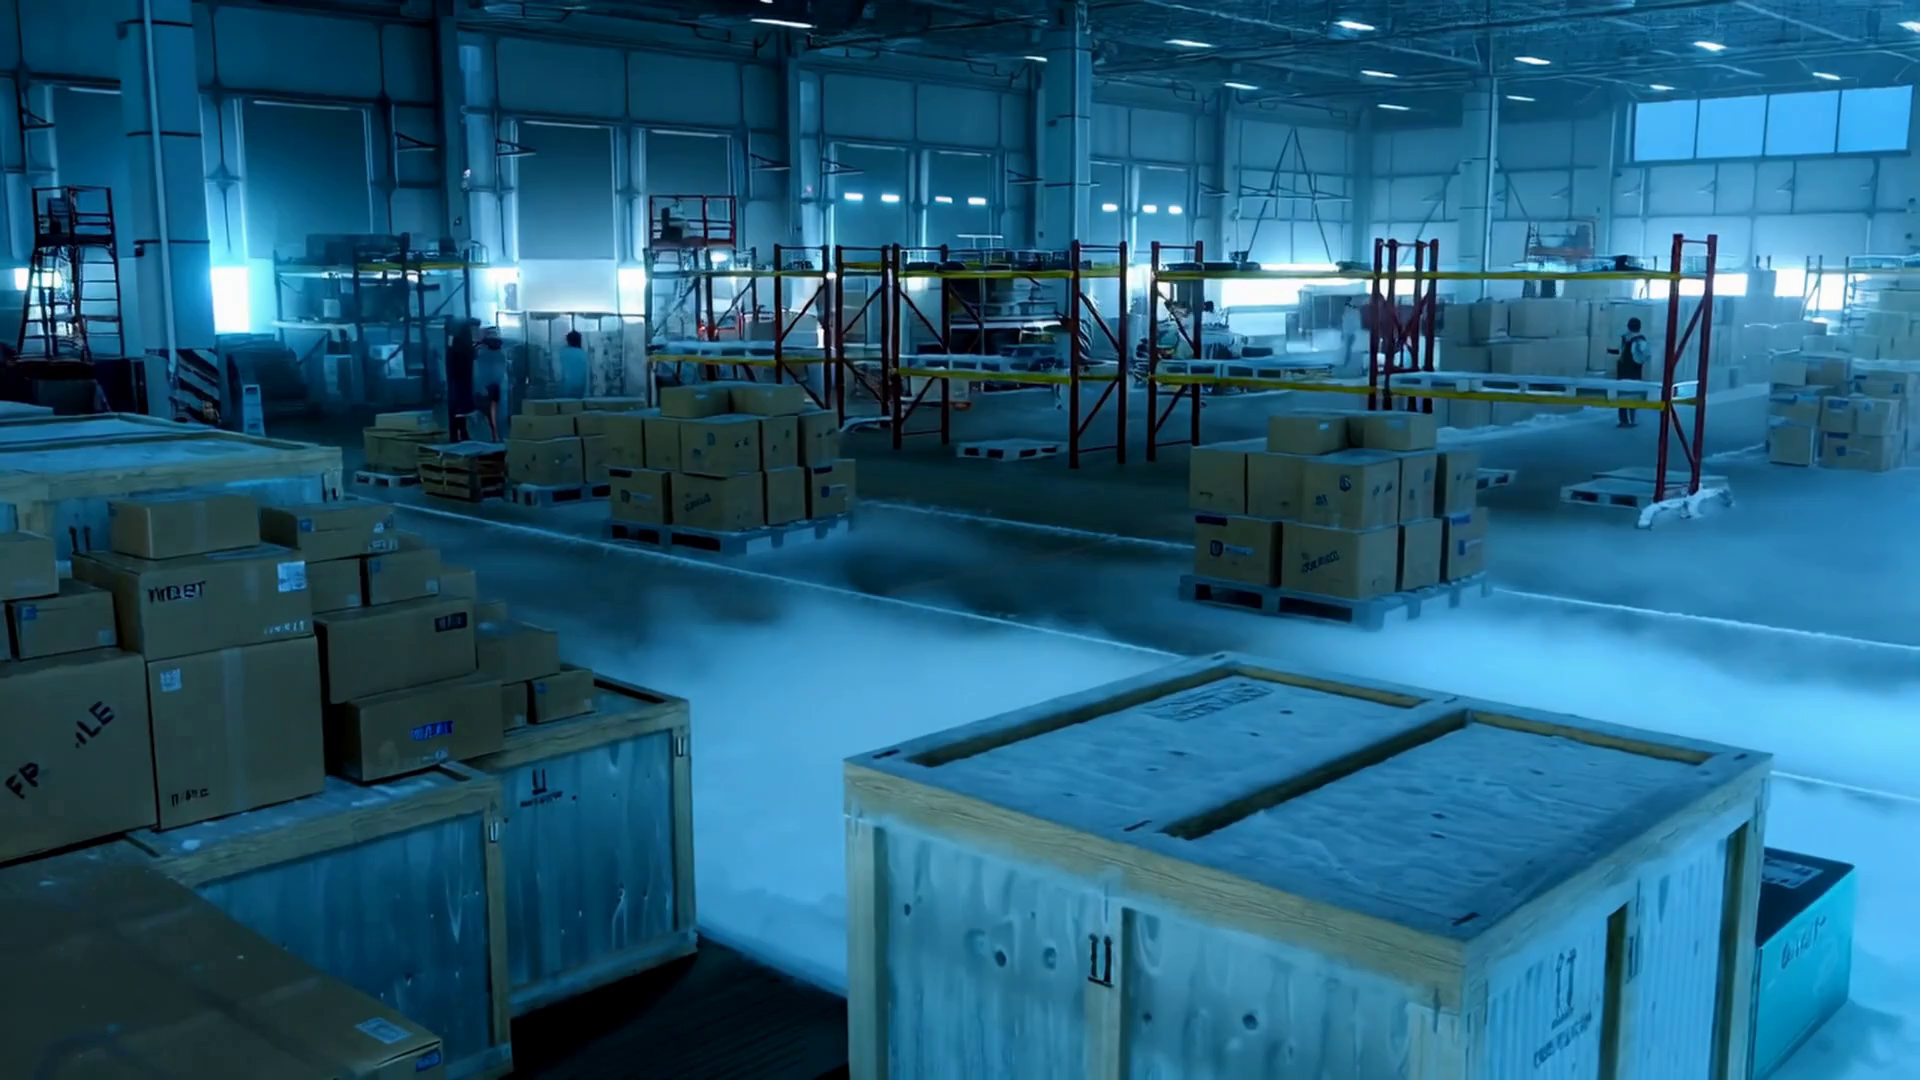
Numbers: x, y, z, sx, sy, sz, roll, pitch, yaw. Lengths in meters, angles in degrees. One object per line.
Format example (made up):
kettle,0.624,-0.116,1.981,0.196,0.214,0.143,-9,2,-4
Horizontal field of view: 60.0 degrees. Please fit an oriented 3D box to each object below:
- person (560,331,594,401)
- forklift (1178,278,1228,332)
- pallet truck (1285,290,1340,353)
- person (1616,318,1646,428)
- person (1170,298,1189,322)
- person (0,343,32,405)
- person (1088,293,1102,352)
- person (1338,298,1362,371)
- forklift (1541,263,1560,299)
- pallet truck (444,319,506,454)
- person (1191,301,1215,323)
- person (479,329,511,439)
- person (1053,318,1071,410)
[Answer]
person,-6.067,-2.466,26.316,0.566,1.694,0.375,7,12,38
forklift,6.522,-6.401,46.791,1.873,2.768,1.129,9,13,43
pallet truck,11.297,-6.951,52.861,1.885,1.965,0.823,-5,11,-29
person,11.215,-2.782,27.767,0.333,1.844,0.515,-6,11,-33
person,6.120,-5.828,46.442,0.577,1.841,0.803,5,11,29
person,-9.338,-0.972,16.327,0.631,1.962,0.940,2,9,12
person,4.153,-6.658,51.291,0.545,1.927,0.390,-5,10,-26
person,10.272,-5.385,43.539,0.856,1.914,0.633,-4,10,-24
forklift,16.241,-6.265,45.955,1.873,2.768,1.129,3,10,17
pallet truck,-6.981,-1.942,22.150,1.885,1.965,0.823,1,9,9
person,5.938,-4.912,40.727,0.636,1.894,1.033,-2,10,-14
person,-7.330,-2.435,26.022,0.908,1.723,0.529,8,12,39
person,1.993,-3.316,31.377,0.485,1.737,0.321,0,9,1
